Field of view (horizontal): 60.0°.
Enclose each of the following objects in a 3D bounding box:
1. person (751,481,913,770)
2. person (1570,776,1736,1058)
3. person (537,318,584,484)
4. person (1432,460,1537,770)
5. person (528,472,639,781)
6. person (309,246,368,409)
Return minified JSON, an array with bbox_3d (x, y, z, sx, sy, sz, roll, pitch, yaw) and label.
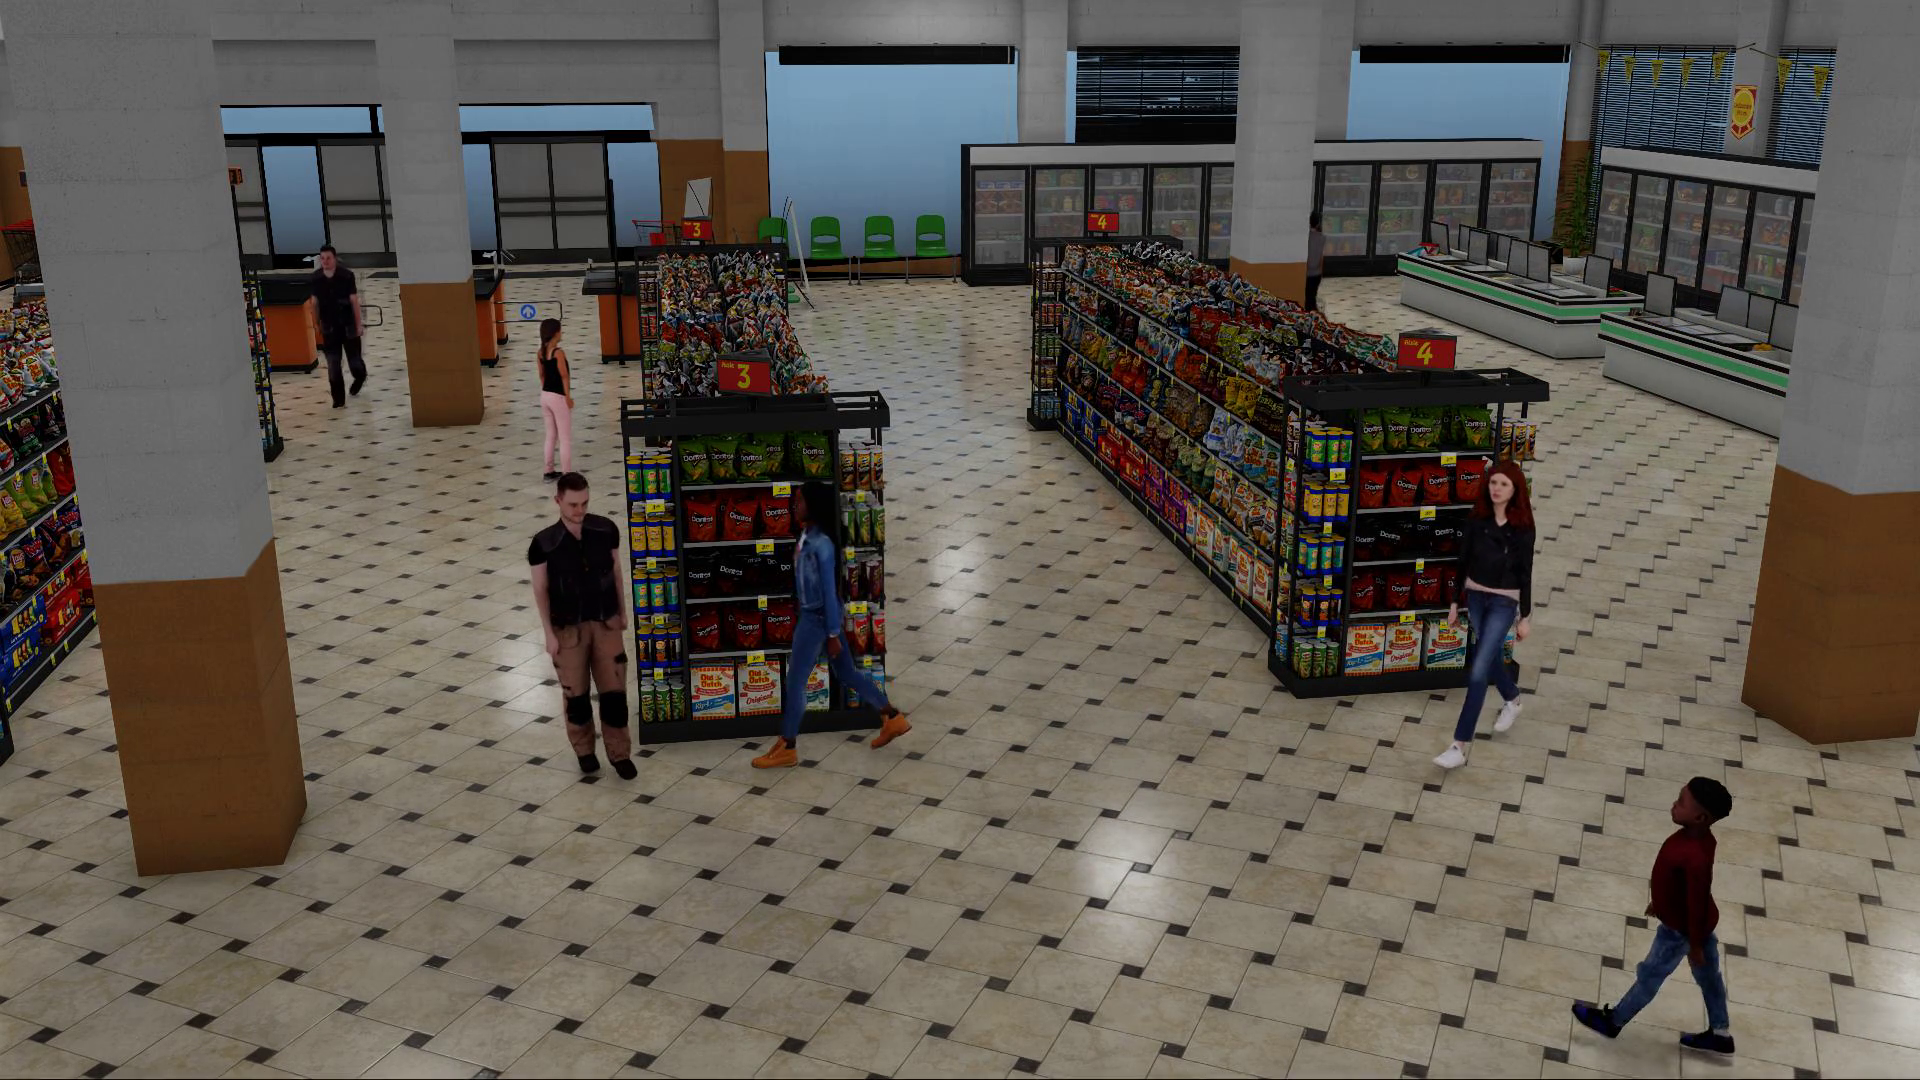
[{"bbox_3d":[-0.689,0.502,9.476,0.717,1.666,1.124,-3,17,-11],"label":"person"},{"bbox_3d":[3.020,1.556,6.756,0.885,1.230,0.857,10,19,29],"label":"person"},{"bbox_3d":[-3.789,-1.297,15.586,0.600,1.559,0.661,12,21,34],"label":"person"},{"bbox_3d":[3.116,0.410,9.648,1.225,1.743,1.150,16,23,42],"label":"person"},{"bbox_3d":[-2.154,0.449,9.408,0.798,1.808,0.843,-9,19,-27],"label":"person"},{"bbox_3d":[-7.031,-2.433,18.912,0.748,1.800,1.188,-1,17,-5],"label":"person"}]
